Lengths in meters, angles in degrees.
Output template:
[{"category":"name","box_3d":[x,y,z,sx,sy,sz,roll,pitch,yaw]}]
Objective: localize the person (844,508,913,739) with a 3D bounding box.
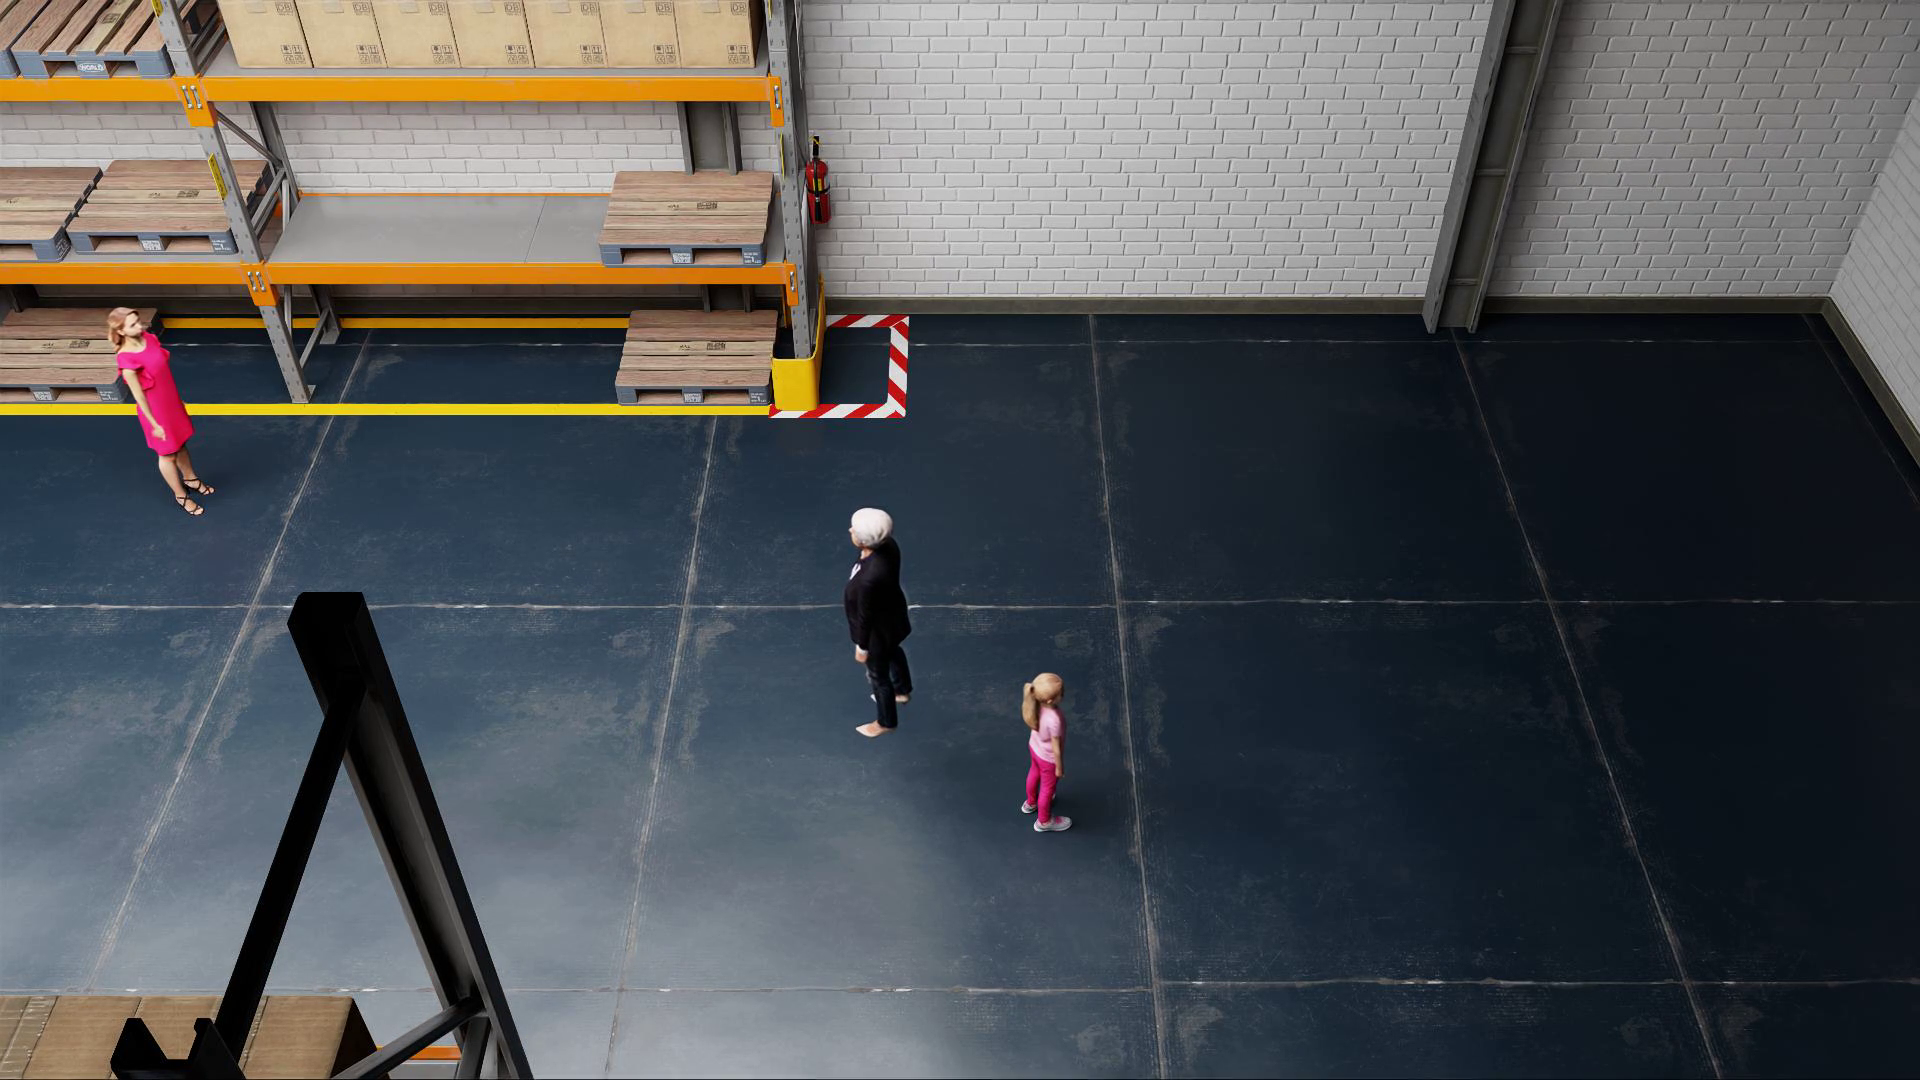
[{"category":"person","box_3d":[-0.454,0.440,9.434,0.658,1.779,0.763,8,44,9]}]

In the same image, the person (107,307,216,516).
[{"category":"person","box_3d":[-5.644,-0.925,11.716,0.549,1.728,0.580,3,44,3]}]

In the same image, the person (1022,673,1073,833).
[{"category":"person","box_3d":[0.505,1.230,9.785,0.598,1.272,0.568,-16,46,-16]}]
